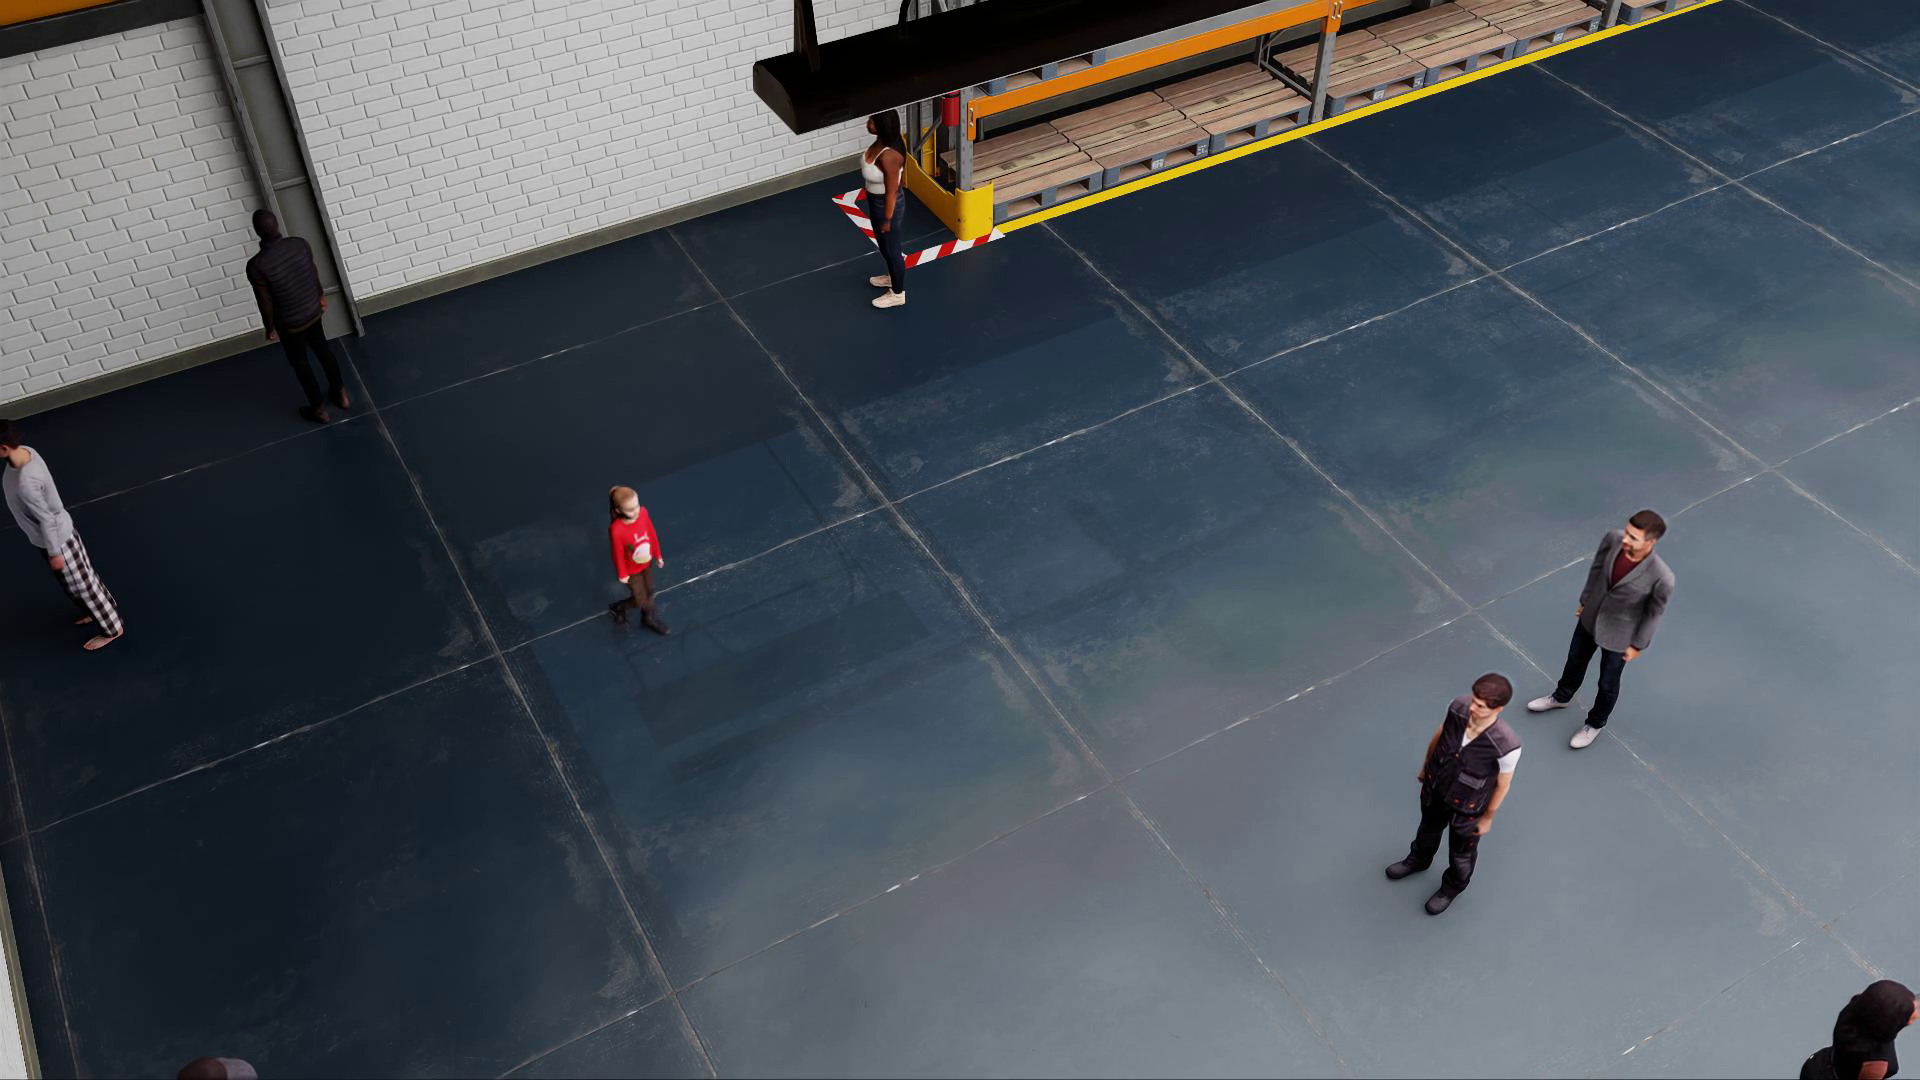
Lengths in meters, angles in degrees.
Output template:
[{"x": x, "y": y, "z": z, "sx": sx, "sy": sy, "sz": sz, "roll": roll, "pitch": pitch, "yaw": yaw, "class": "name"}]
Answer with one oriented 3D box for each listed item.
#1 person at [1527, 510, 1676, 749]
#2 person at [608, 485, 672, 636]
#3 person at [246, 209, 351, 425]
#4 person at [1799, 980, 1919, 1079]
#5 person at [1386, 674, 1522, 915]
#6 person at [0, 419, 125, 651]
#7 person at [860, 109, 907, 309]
[{"x": 3.977, "y": 0.518, "z": 10.174, "sx": 0.568, "sy": 1.871, "sz": 0.670, "roll": -22, "pitch": 48, "yaw": -21, "class": "person"}, {"x": -2.191, "y": 0.129, "z": 11.016, "sx": 0.698, "sy": 1.274, "sz": 0.659, "roll": 24, "pitch": 48, "yaw": 23, "class": "person"}, {"x": -4.999, "y": -1.692, "z": 12.519, "sx": 0.838, "sy": 1.836, "sz": 0.674, "roll": 26, "pitch": 49, "yaw": 25, "class": "person"}, {"x": 4.213, "y": 2.655, "z": 8.026, "sx": 0.719, "sy": 1.741, "sz": 0.674, "roll": 7, "pitch": 44, "yaw": 8, "class": "person"}, {"x": 2.795, "y": 1.392, "z": 9.274, "sx": 0.589, "sy": 1.848, "sz": 0.672, "roll": -25, "pitch": 49, "yaw": -24, "class": "person"}, {"x": -5.882, "y": -0.050, "z": 10.788, "sx": 0.507, "sy": 1.847, "sz": 0.618, "roll": -22, "pitch": 48, "yaw": -21, "class": "person"}, {"x": -0.588, "y": -2.756, "z": 13.656, "sx": 0.744, "sy": 1.810, "sz": 0.736, "roll": -3, "pitch": 44, "yaw": -3, "class": "person"}]
